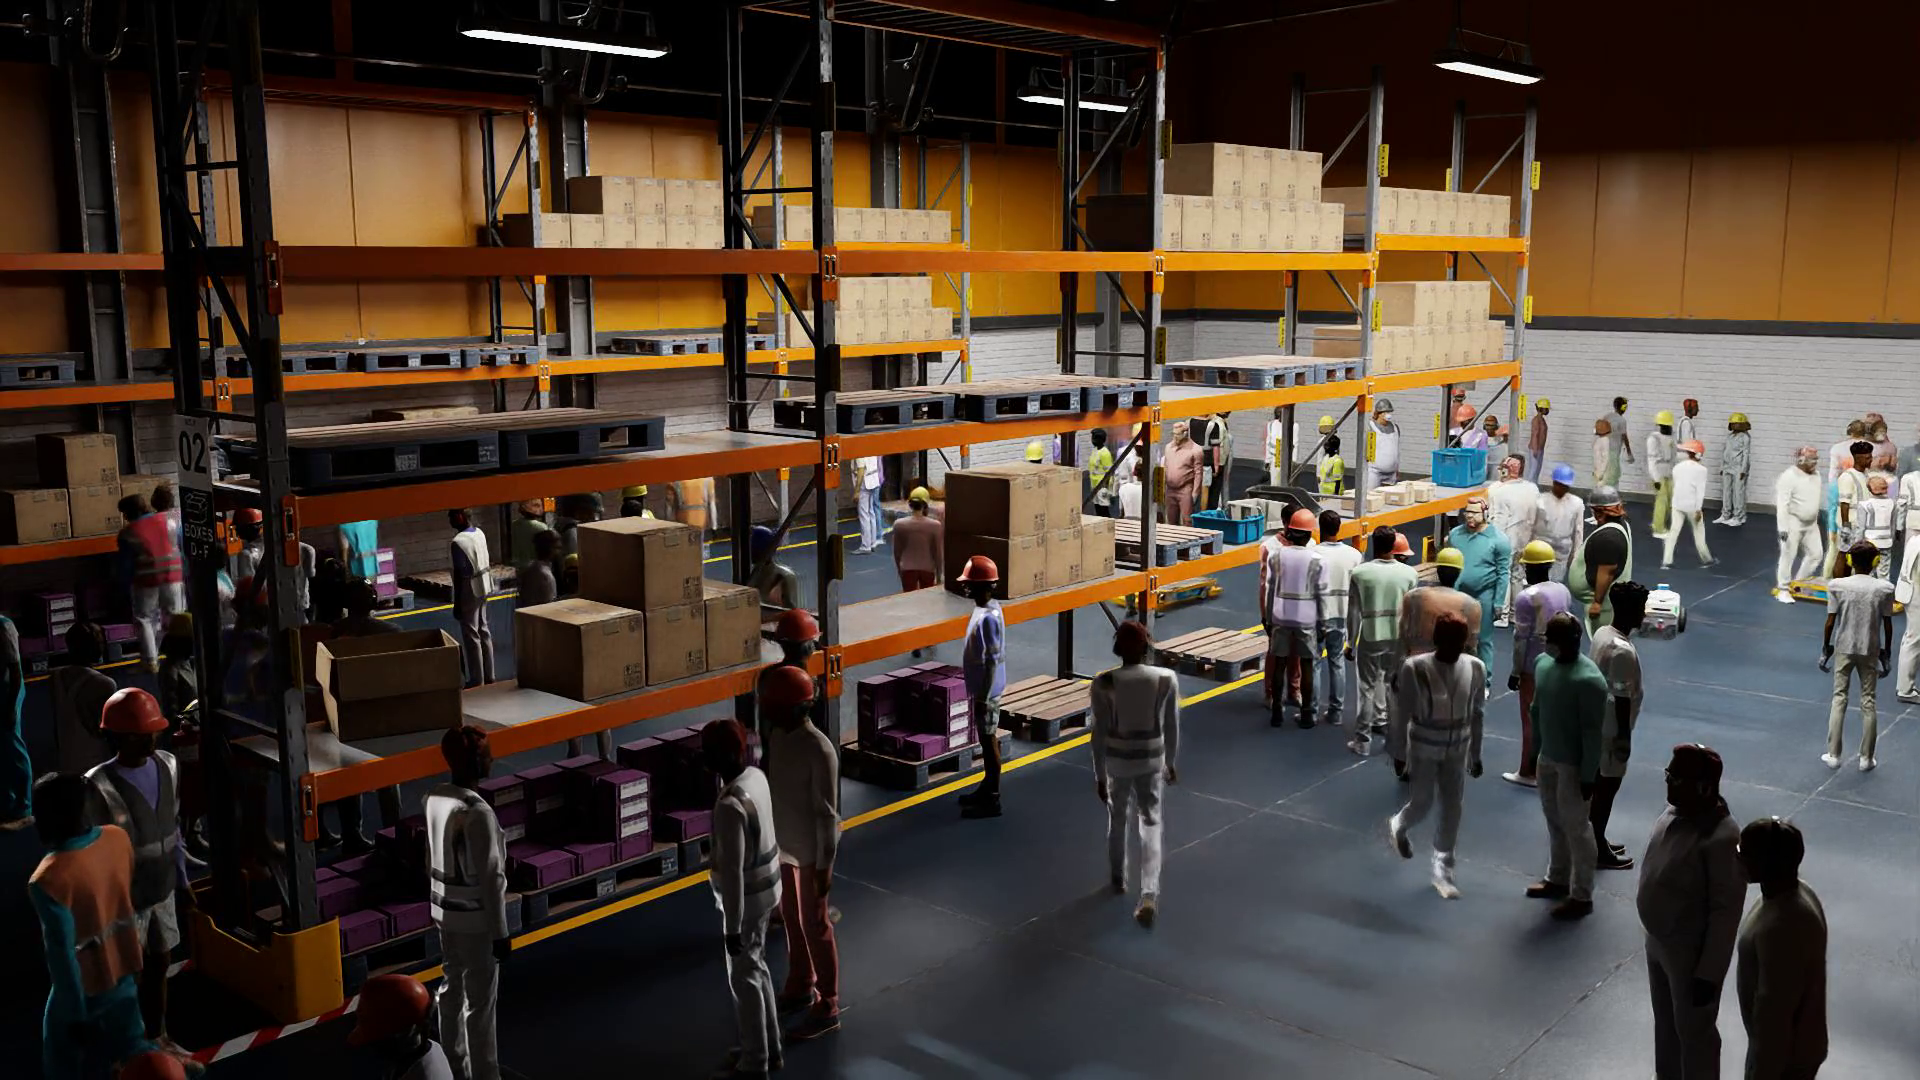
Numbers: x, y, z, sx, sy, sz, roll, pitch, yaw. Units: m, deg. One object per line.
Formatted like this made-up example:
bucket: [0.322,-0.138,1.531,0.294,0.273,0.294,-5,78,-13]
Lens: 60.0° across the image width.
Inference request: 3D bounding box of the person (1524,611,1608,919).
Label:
person: [3.777,1.387,10.390,0.409,1.925,0.637,-2,10,-13]

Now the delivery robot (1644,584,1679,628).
delivery robot: [7.648,0.723,18.116,0.477,0.478,0.707,4,10,23]

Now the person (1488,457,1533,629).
person: [6.077,0.026,18.527,0.654,1.906,0.406,-8,13,-41]

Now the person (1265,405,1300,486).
person: [5.067,-1.245,26.204,0.576,1.880,0.360,9,13,42]

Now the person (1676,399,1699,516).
person: [11.636,-1.325,26.659,0.341,1.882,0.587,3,10,17]

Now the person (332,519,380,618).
person: [-6.052,0.367,16.704,0.413,1.840,0.589,4,10,20]

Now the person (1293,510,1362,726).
person: [3.227,0.687,14.591,0.600,1.909,0.398,-3,10,-17]

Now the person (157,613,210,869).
person: [-5.196,1.340,11.207,0.340,1.735,0.489,-1,10,-4]

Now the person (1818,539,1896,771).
person: [7.181,0.918,13.337,0.521,1.865,0.328,4,10,24]

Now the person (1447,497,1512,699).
person: [4.751,0.542,15.447,0.638,1.909,0.408,9,13,43]

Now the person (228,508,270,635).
person: [-6.284,0.630,14.867,0.388,1.929,0.547,2,10,10]

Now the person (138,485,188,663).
person: [-8.036,0.355,16.808,0.479,1.829,0.541,8,13,41]

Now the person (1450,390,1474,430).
person: [8.359,-1.610,28.035,0.622,1.992,0.396,-2,10,-14]

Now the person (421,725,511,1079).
person: [-2.337,1.808,7.961,0.357,1.883,0.573,-9,13,-44]

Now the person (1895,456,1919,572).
person: [11.380,-0.166,19.623,0.593,1.923,0.373,5,11,27]

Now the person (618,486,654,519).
person: [-3.204,0.337,16.658,0.397,1.919,0.581,-2,10,-9]

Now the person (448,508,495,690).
person: [-4.612,0.536,15.714,0.393,1.836,0.561,1,10,5]

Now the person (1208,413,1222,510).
person: [4.181,-1.267,27.101,0.328,1.626,0.527,1,10,6]

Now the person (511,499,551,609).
person: [-4.520,0.324,17.593,0.502,1.624,0.296,5,11,29]

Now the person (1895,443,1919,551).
person: [13.015,-0.611,22.499,0.654,1.851,0.939,1,10,5]

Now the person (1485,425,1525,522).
person: [7.807,-0.791,23.993,0.602,1.719,0.674,4,10,25]

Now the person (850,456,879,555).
person: [-1.319,-0.709,23.099,0.373,1.843,0.572,3,10,17]

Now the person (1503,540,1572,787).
person: [4.492,0.957,12.960,0.582,1.918,0.410,-7,12,-35]

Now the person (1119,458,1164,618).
person: [2.066,-0.014,18.949,0.567,1.846,0.389,6,11,34]

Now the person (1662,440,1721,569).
person: [9.712,-0.467,22.046,0.868,1.704,0.586,-4,10,-22]

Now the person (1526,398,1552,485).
person: [9.857,-1.536,28.303,0.342,1.761,0.525,6,11,34]

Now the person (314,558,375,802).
person: [-4.678,1.051,12.556,0.329,1.862,0.513,3,10,18]

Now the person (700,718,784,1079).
person: [-1.068,1.779,8.172,0.370,1.875,0.592,1,10,8]

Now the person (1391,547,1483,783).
person: [3.656,1.001,12.766,0.639,1.882,0.507,4,10,22]

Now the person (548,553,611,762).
person: [-3.036,0.981,13.276,0.525,1.759,0.337,-6,11,-31]

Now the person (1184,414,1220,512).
person: [3.695,-1.190,25.447,0.612,2.029,0.407,5,11,29]

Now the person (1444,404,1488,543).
person: [7.250,-0.937,23.908,0.605,2.033,0.400,8,12,38]

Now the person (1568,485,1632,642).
person: [5.898,0.487,15.376,0.536,2.000,0.673,6,11,32]

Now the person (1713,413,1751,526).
person: [11.943,-1.091,25.685,0.294,1.744,0.485,-4,10,-21]

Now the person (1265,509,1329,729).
person: [2.942,0.689,14.533,0.549,1.928,0.417,4,10,24]

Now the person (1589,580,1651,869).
person: [4.403,1.229,11.210,0.371,1.958,0.599,1,10,5]

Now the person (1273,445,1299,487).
person: [4.284,-0.473,21.962,0.339,1.761,0.524,8,12,39]

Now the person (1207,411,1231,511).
person: [4.010,-1.218,25.730,0.409,1.986,0.619,0,10,-1]

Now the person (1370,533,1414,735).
person: [3.719,0.803,14.341,0.333,1.749,0.574,4,10,21]

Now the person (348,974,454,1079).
person: [-1.835,2.276,5.581,0.335,1.743,0.561,-4,10,-25]

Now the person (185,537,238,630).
person: [-6.131,0.860,13.786,0.601,1.826,0.653,-2,10,-12]

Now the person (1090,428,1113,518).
person: [2.025,-0.771,23.927,0.318,1.692,0.568,-3,10,-15]

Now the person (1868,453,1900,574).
person: [11.792,-0.320,21.431,0.575,1.615,0.533,-4,10,-20]
